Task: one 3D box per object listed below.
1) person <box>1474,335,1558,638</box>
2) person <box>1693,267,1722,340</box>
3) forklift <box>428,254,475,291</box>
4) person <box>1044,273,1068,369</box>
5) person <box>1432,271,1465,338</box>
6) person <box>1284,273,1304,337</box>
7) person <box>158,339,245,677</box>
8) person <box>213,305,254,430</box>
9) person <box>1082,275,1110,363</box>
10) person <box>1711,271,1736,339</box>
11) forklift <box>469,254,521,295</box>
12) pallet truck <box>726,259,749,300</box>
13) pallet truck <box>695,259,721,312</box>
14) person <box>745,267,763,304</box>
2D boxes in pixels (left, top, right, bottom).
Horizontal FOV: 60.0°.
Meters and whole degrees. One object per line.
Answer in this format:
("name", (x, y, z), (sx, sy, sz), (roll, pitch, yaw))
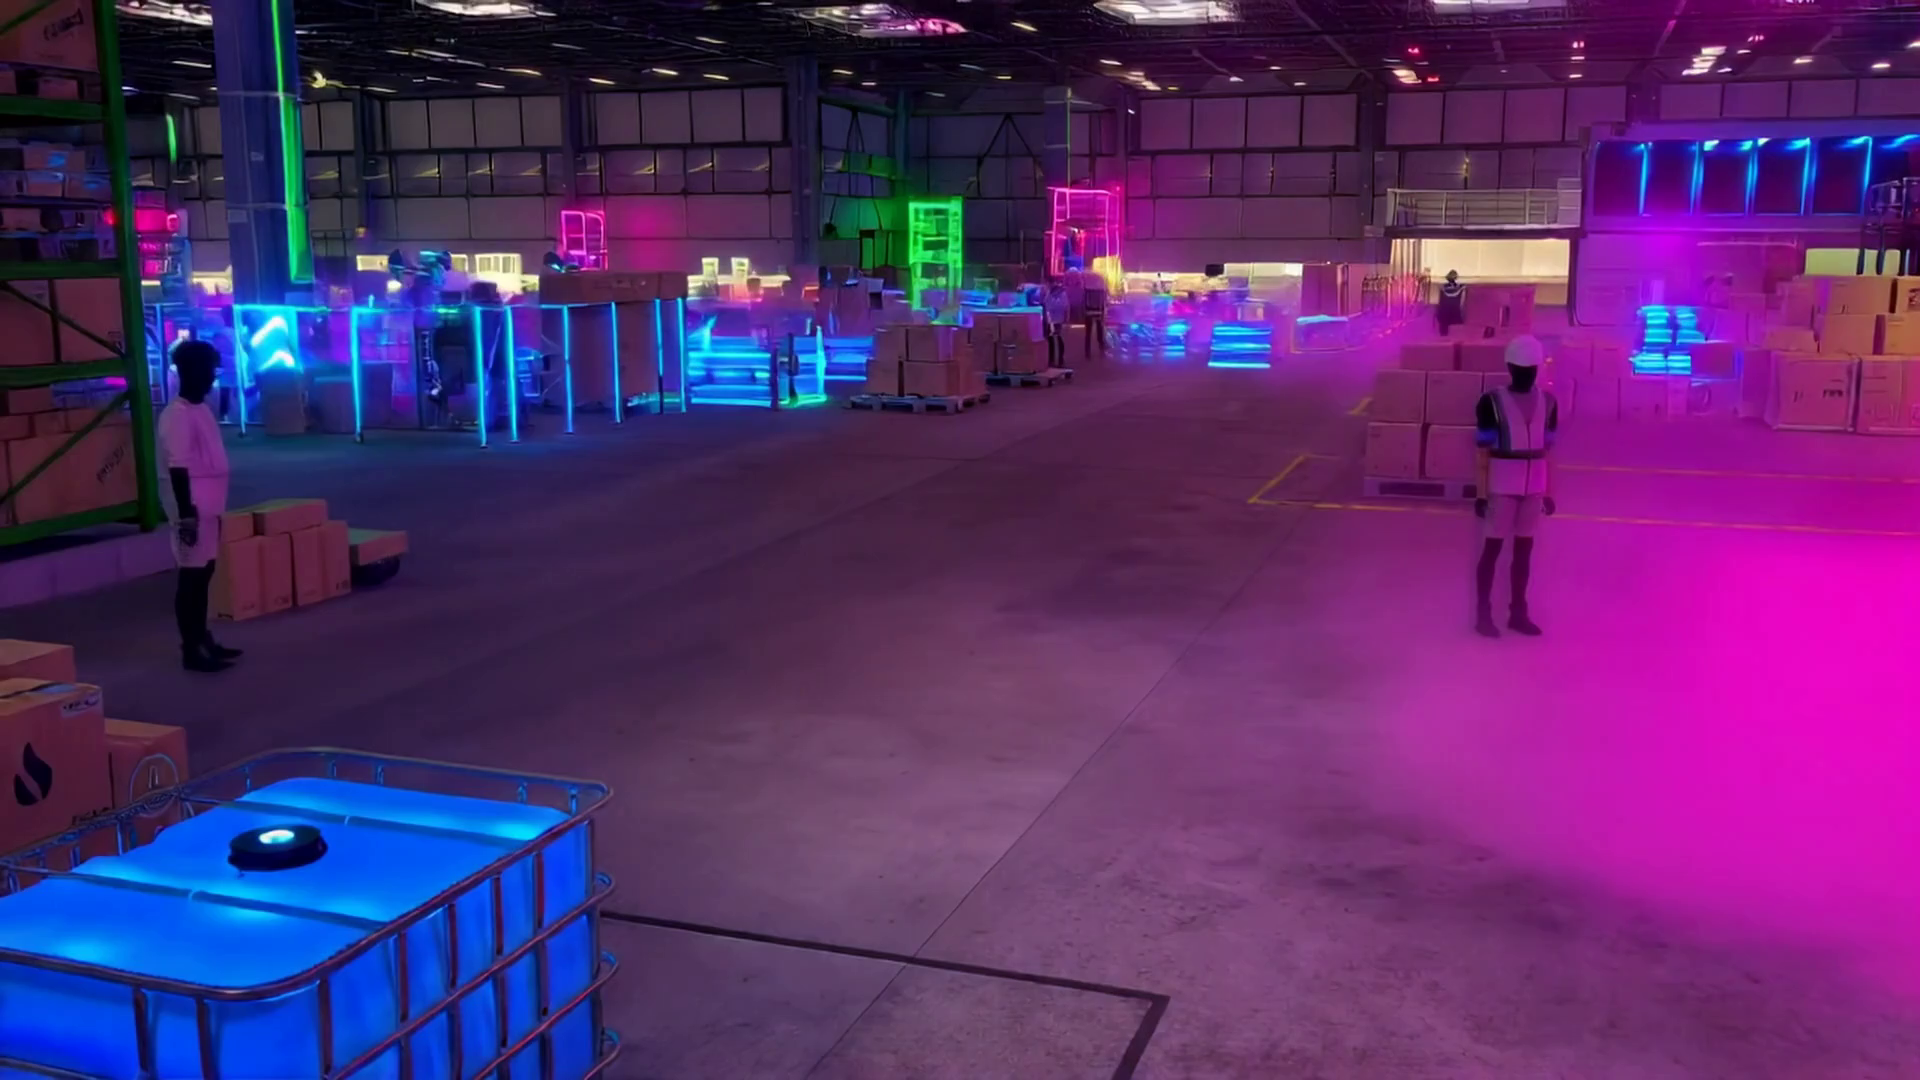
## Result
("person", (3.551, -0.334, 10.605), (0.552, 1.935, 0.360), (-2, 10, -12))
("person", (16.088, -4.870, 35.894), (0.431, 2.024, 0.626), (-7, 12, -33))
("forklift", (-20.133, -10.254, 65.465), (1.157, 1.987, 2.680), (3, 11, 19))
("person", (1.911, -4.432, 33.685), (0.551, 1.936, 0.357), (9, 14, 42))
("person", (9.591, -4.272, 32.493), (0.687, 2.000, 0.831), (6, 12, 30))
("person", (9.052, -6.337, 45.018), (0.578, 1.717, 0.786), (0, 10, -2))
("person", (-4.459, -0.193, 9.738), (0.374, 1.963, 0.607), (-2, 10, -10))
("person", (-9.864, -2.342, 22.611), (0.322, 1.691, 0.535), (9, 14, 42))
("person", (2.887, -4.673, 35.281), (0.603, 1.842, 0.936), (-3, 11, -19))
("person", (18.176, -5.416, 39.375), (0.611, 1.880, 0.941), (-3, 11, -18))
("forklift", (-17.990, -10.121, 64.684), (1.157, 1.987, 2.680), (3, 11, 17))
("pallet truck", (-7.986, -9.493, 62.019), (0.823, 1.965, 1.885), (3, 11, 17))
("pallet truck", (-9.165, -9.627, 62.776), (0.823, 1.965, 1.885), (4, 11, 23))
("person", (-5.926, -6.875, 47.665), (0.503, 1.853, 0.642), (3, 10, 15))
